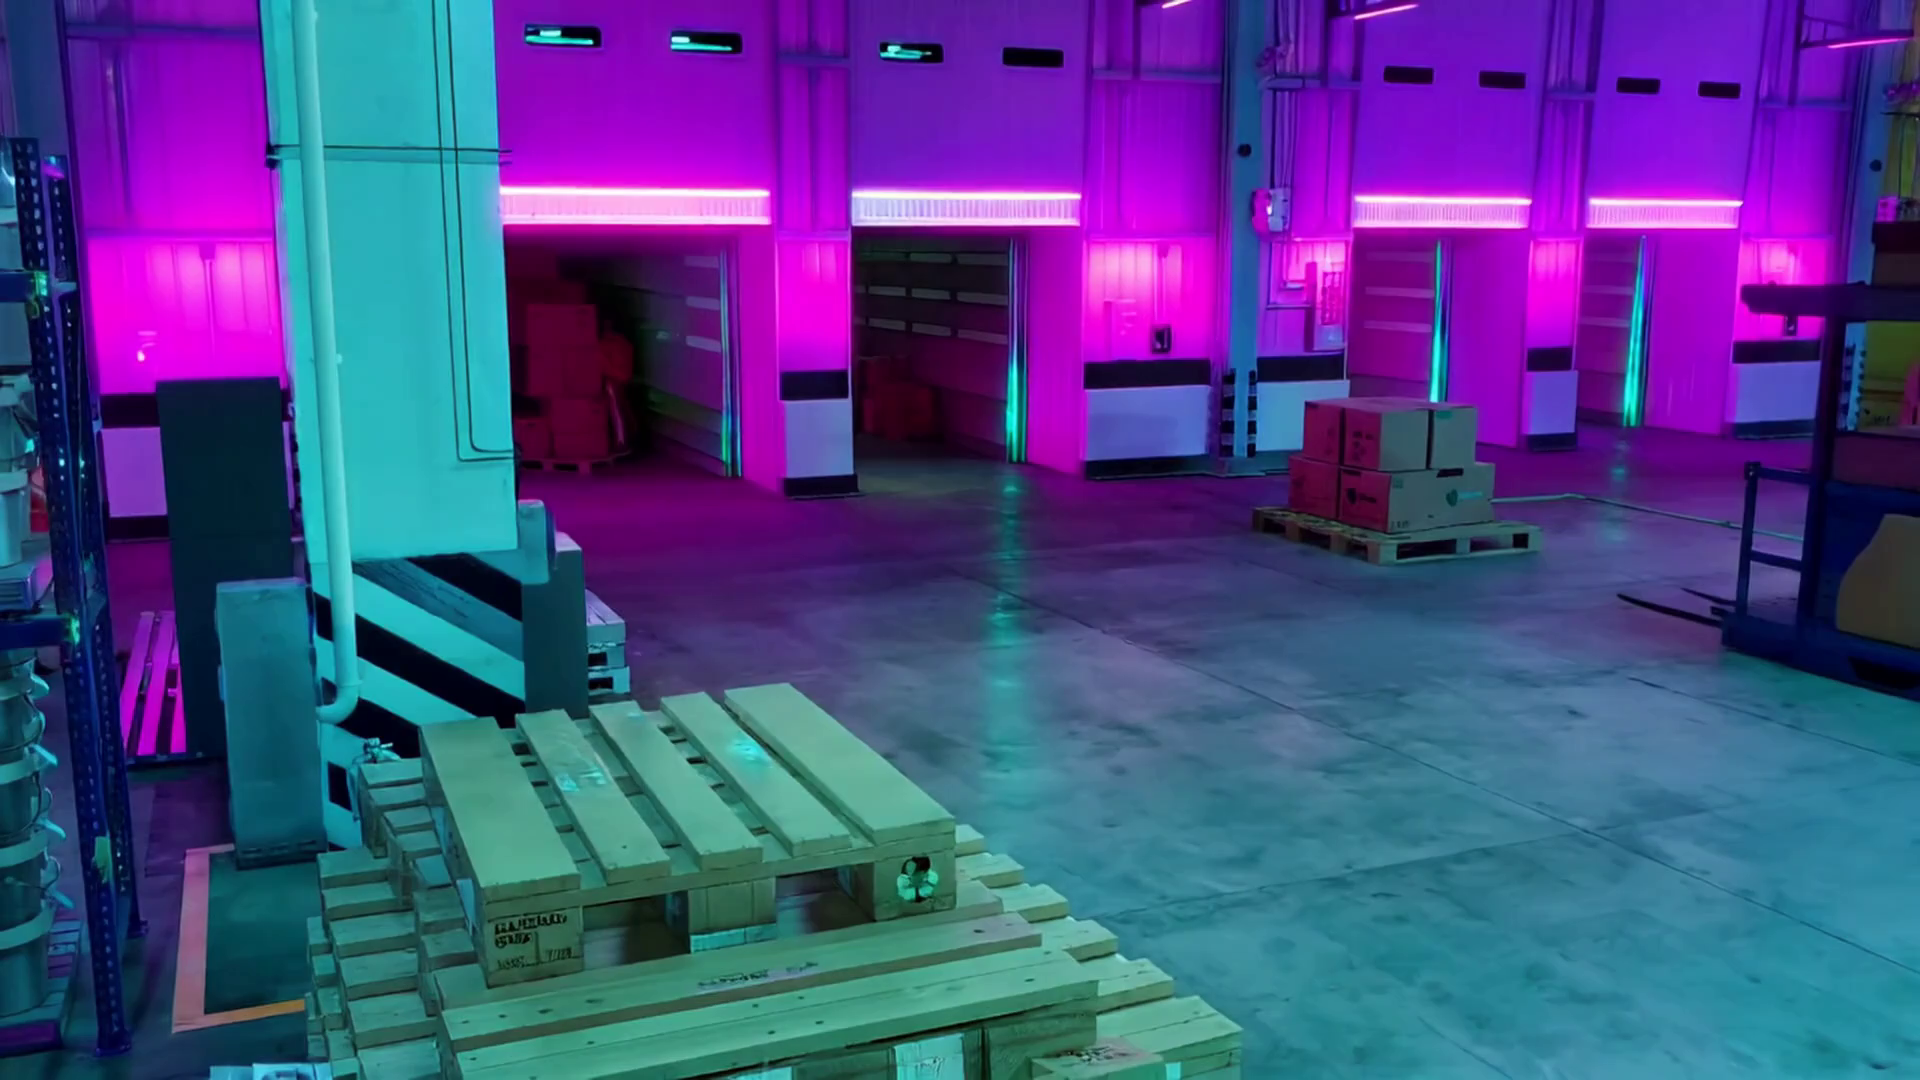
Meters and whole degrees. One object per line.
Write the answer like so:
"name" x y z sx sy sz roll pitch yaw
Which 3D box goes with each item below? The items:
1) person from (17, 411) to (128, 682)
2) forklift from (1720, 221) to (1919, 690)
"person" -5.596 0.025 10.353 0.547 1.664 0.745 6 12 31
"forklift" 5.949 -0.550 10.218 1.129 2.768 1.873 -4 11 -23
